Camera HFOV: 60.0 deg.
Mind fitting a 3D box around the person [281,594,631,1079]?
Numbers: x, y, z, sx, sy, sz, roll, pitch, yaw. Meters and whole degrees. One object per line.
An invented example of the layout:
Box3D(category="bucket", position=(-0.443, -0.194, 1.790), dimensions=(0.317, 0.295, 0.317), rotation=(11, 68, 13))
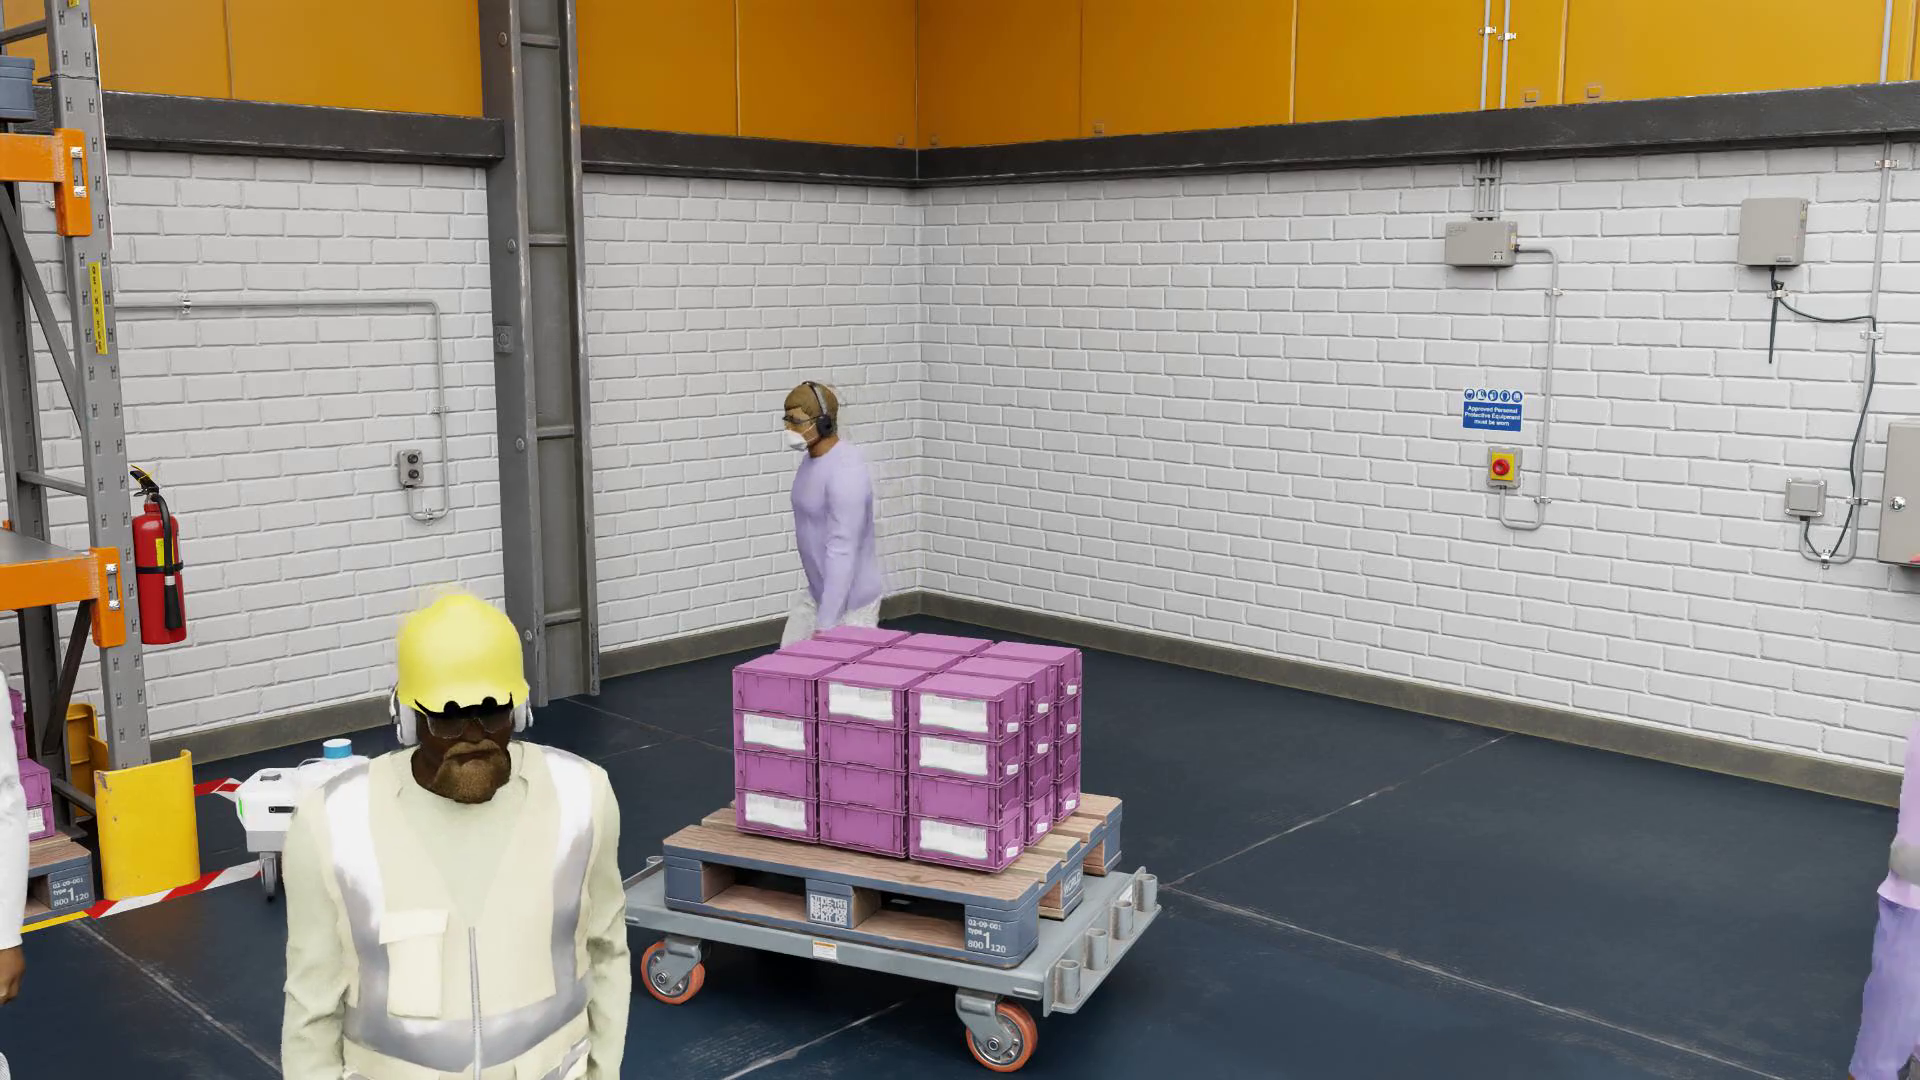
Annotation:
Box3D(category="person", position=(-0.873, 0.987, 2.954), dimensions=(0.607, 1.820, 0.419), rotation=(-4, 10, -21))

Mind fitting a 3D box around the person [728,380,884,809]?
Box3D(category="person", position=(-0.614, 0.287, 6.982), dimensions=(0.871, 1.898, 0.664), rotation=(-4, 10, -21))

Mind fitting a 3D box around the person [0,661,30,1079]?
Box3D(category="person", position=(-2.331, 0.841, 3.638), dimensions=(0.574, 1.884, 0.361), rotation=(1, 9, 5))

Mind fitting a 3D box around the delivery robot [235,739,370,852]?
Box3D(category="delivery robot", position=(-2.380, 1.008, 6.388), dimensions=(0.707, 0.478, 0.477), rotation=(0, 9, -2))

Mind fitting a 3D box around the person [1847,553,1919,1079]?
Box3D(category="person", position=(1.863, 0.874, 3.013), dimensions=(0.613, 2.030, 0.441), rotation=(-5, 11, -29))
